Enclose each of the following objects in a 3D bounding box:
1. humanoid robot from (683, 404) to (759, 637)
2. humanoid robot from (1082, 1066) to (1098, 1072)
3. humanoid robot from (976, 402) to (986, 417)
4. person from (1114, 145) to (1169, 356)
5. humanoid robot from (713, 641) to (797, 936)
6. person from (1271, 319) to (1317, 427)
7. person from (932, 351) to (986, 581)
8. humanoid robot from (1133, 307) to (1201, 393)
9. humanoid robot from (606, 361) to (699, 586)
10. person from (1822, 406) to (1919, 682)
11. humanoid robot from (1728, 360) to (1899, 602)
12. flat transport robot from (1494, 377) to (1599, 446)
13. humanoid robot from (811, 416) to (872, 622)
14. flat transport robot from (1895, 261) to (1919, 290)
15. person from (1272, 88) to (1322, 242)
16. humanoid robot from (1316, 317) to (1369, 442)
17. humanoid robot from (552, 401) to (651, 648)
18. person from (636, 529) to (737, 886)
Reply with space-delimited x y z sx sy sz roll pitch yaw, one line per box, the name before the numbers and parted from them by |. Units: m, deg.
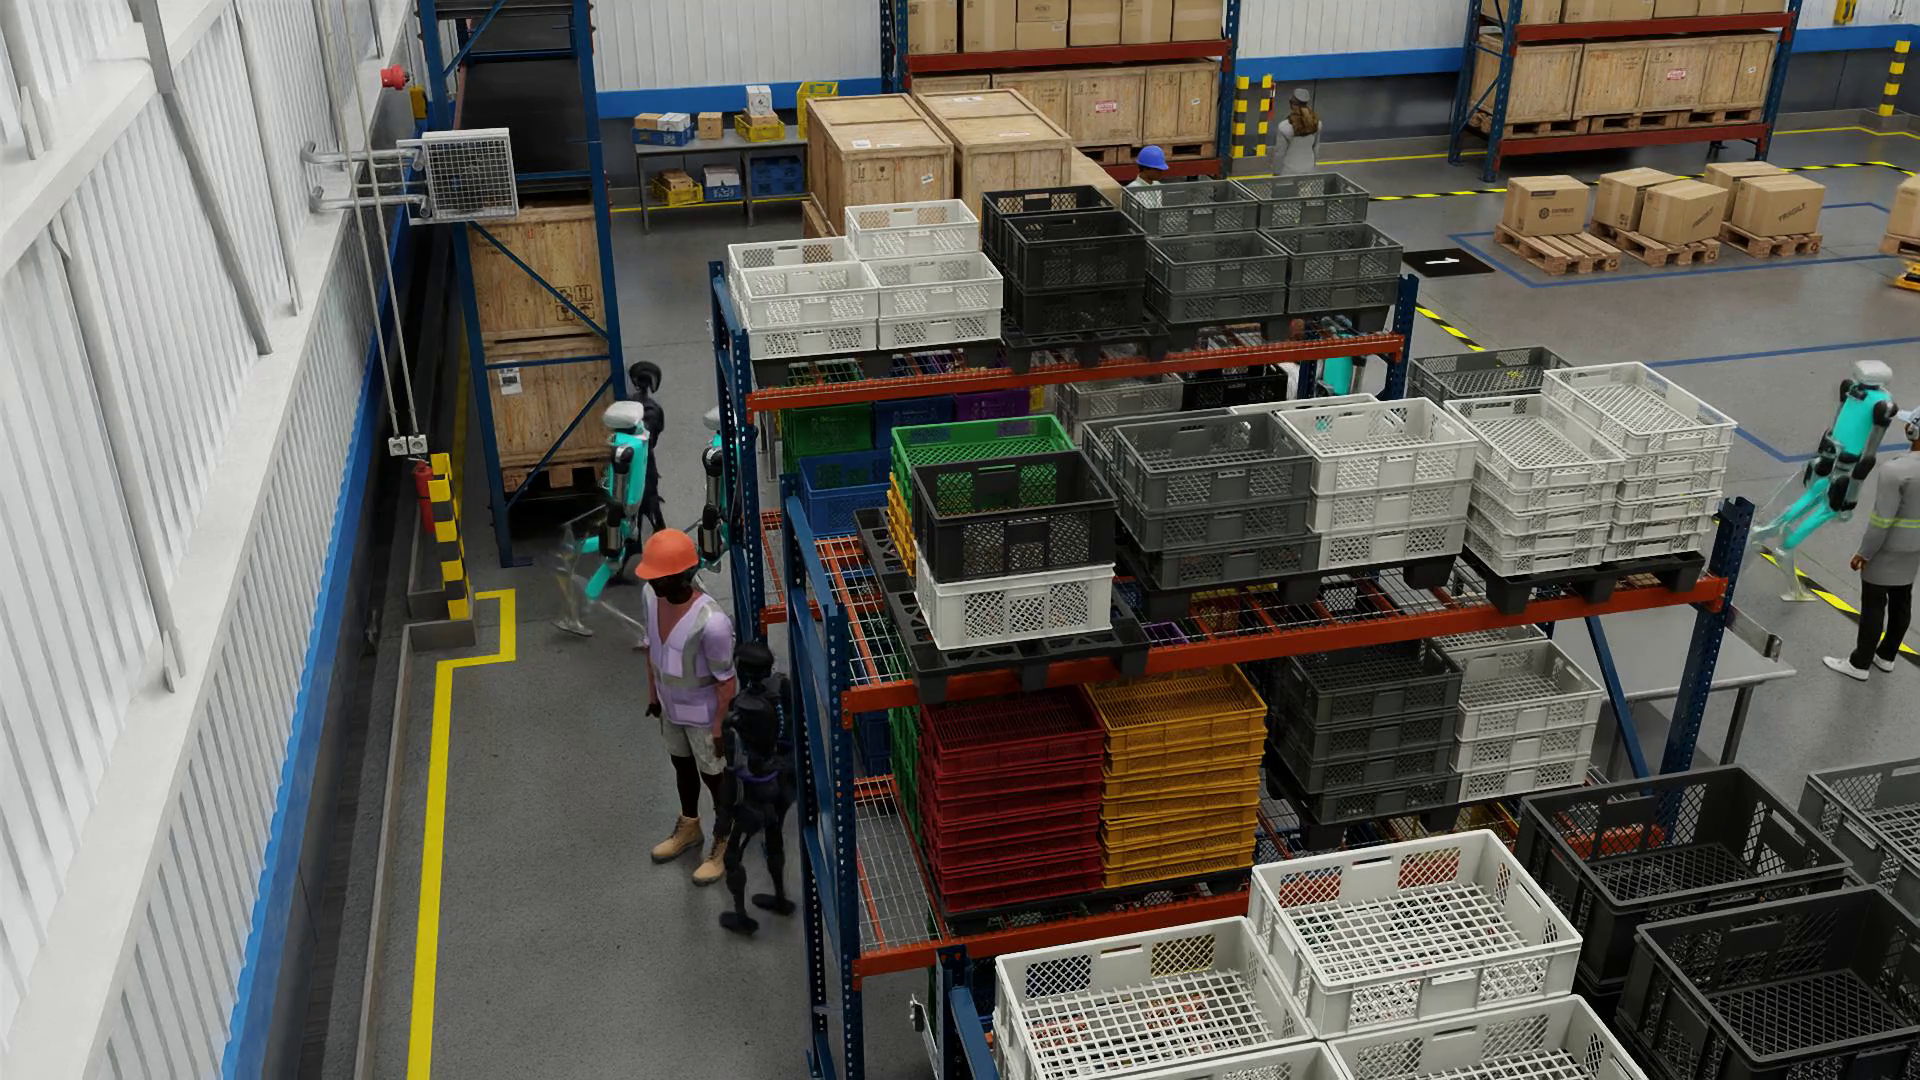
humanoid robot | -1.631 -0.097 10.510 0.735 1.677 0.533 11 30 19
humanoid robot | 0.163 2.582 5.633 0.748 1.831 0.535 -17 32 -28
humanoid robot | -0.006 -0.112 10.650 0.673 1.770 0.530 -5 28 -10
person | 1.678 -2.676 15.336 0.413 1.939 0.607 19 33 32
humanoid robot | -0.993 1.203 8.244 0.359 1.647 0.589 14 31 25
person | 2.309 -0.676 11.615 0.638 1.874 0.584 8 29 16
person | 0.045 -0.412 11.149 0.404 1.834 0.588 22 35 35
humanoid robot | 1.642 -1.429 13.299 0.608 1.636 0.766 -10 29 -19
humanoid robot | -2.166 -0.427 11.380 0.653 1.635 0.584 -10 29 -18
person | 5.788 0.011 10.328 0.589 1.852 0.401 -10 29 -19
humanoid robot | 5.598 -0.322 11.150 0.936 1.813 0.557 -1 28 -2
flat transport robot | 4.780 -1.036 14.013 0.659 0.231 1.431 -6 28 -12
humanoid robot | -0.823 -0.231 10.960 0.599 1.655 0.315 10 29 18
flat transport robot | 10.371 -2.872 17.466 0.652 0.197 1.431 21 34 34
person | 3.628 -3.991 18.008 0.563 1.769 0.396 -13 30 -22
humanoid robot | 2.505 -0.779 12.010 0.834 1.792 0.573 -7 29 -14
humanoid robot | -2.368 -0.055 10.616 0.993 1.746 0.539 2 28 4
person | -1.401 0.856 8.522 0.607 2.044 0.391 22 35 36
